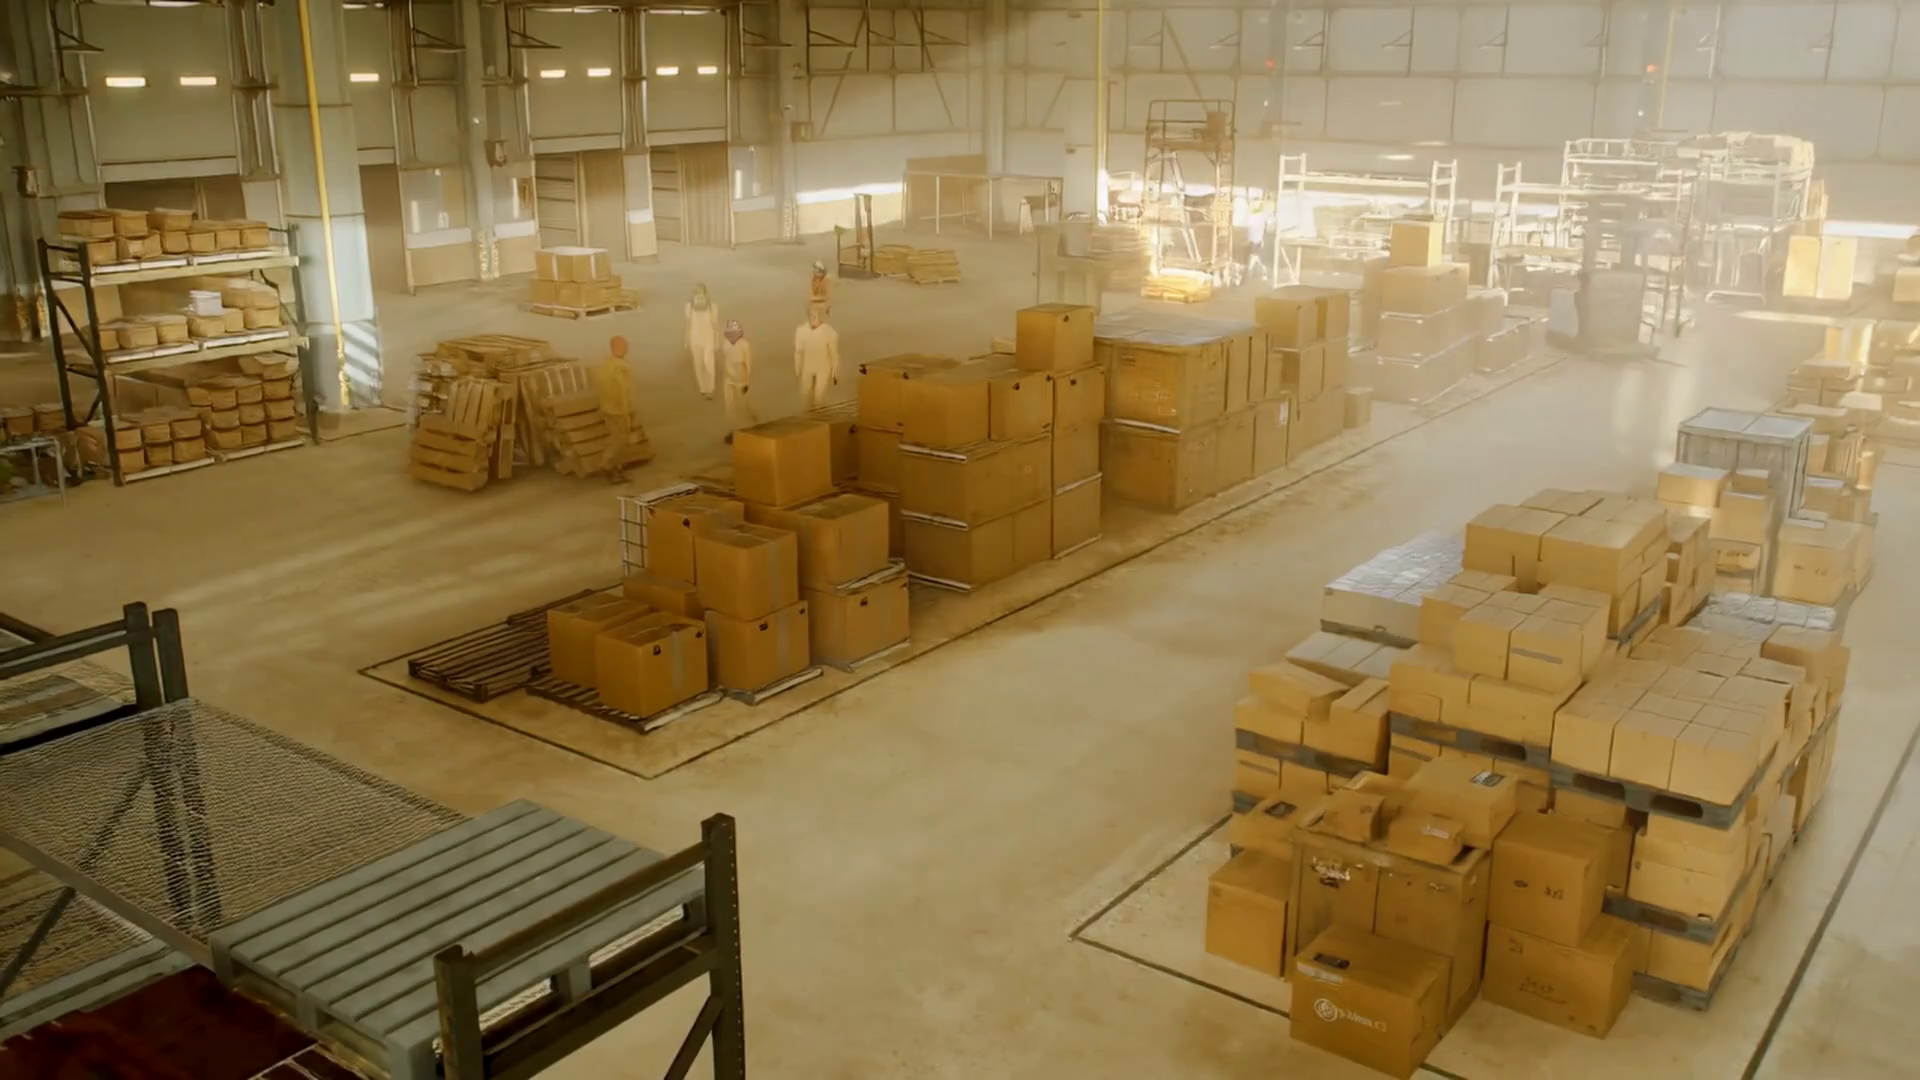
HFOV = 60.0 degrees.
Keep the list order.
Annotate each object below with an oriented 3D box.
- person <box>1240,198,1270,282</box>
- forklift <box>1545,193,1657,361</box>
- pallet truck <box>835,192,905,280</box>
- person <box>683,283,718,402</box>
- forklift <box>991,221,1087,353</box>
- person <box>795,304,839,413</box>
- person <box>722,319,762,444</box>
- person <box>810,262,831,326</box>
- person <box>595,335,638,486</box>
[{"bbox_3d":[6.887,-6.938,38.434,0.547,1.904,0.979,-13,21,-36],"label":"person"},{"bbox_3d":[11.414,-4.710,29.371,1.129,2.768,1.873,-4,17,-12],"label":"forklift"},{"bbox_3d":[-1.936,-7.159,38.982,1.885,1.965,0.823,-12,21,-34],"label":"pallet truck"},{"bbox_3d":[-3.998,-3.036,25.660,0.517,1.804,0.920,-1,17,-4],"label":"person"},{"bbox_3d":[1.463,-3.273,24.612,1.873,2.768,1.129,12,21,35],"label":"forklift"},{"bbox_3d":[-1.970,-2.336,23.146,0.638,1.921,0.536,5,18,17],"label":"person"},{"bbox_3d":[-3.056,-2.235,23.156,0.489,1.720,0.768,7,18,23],"label":"person"},{"bbox_3d":[-2.470,-4.119,29.526,0.514,1.641,0.307,16,23,43],"label":"person"},{"bbox_3d":[-4.292,-1.577,20.641,0.513,1.913,0.672,-12,20,-34],"label":"person"}]
